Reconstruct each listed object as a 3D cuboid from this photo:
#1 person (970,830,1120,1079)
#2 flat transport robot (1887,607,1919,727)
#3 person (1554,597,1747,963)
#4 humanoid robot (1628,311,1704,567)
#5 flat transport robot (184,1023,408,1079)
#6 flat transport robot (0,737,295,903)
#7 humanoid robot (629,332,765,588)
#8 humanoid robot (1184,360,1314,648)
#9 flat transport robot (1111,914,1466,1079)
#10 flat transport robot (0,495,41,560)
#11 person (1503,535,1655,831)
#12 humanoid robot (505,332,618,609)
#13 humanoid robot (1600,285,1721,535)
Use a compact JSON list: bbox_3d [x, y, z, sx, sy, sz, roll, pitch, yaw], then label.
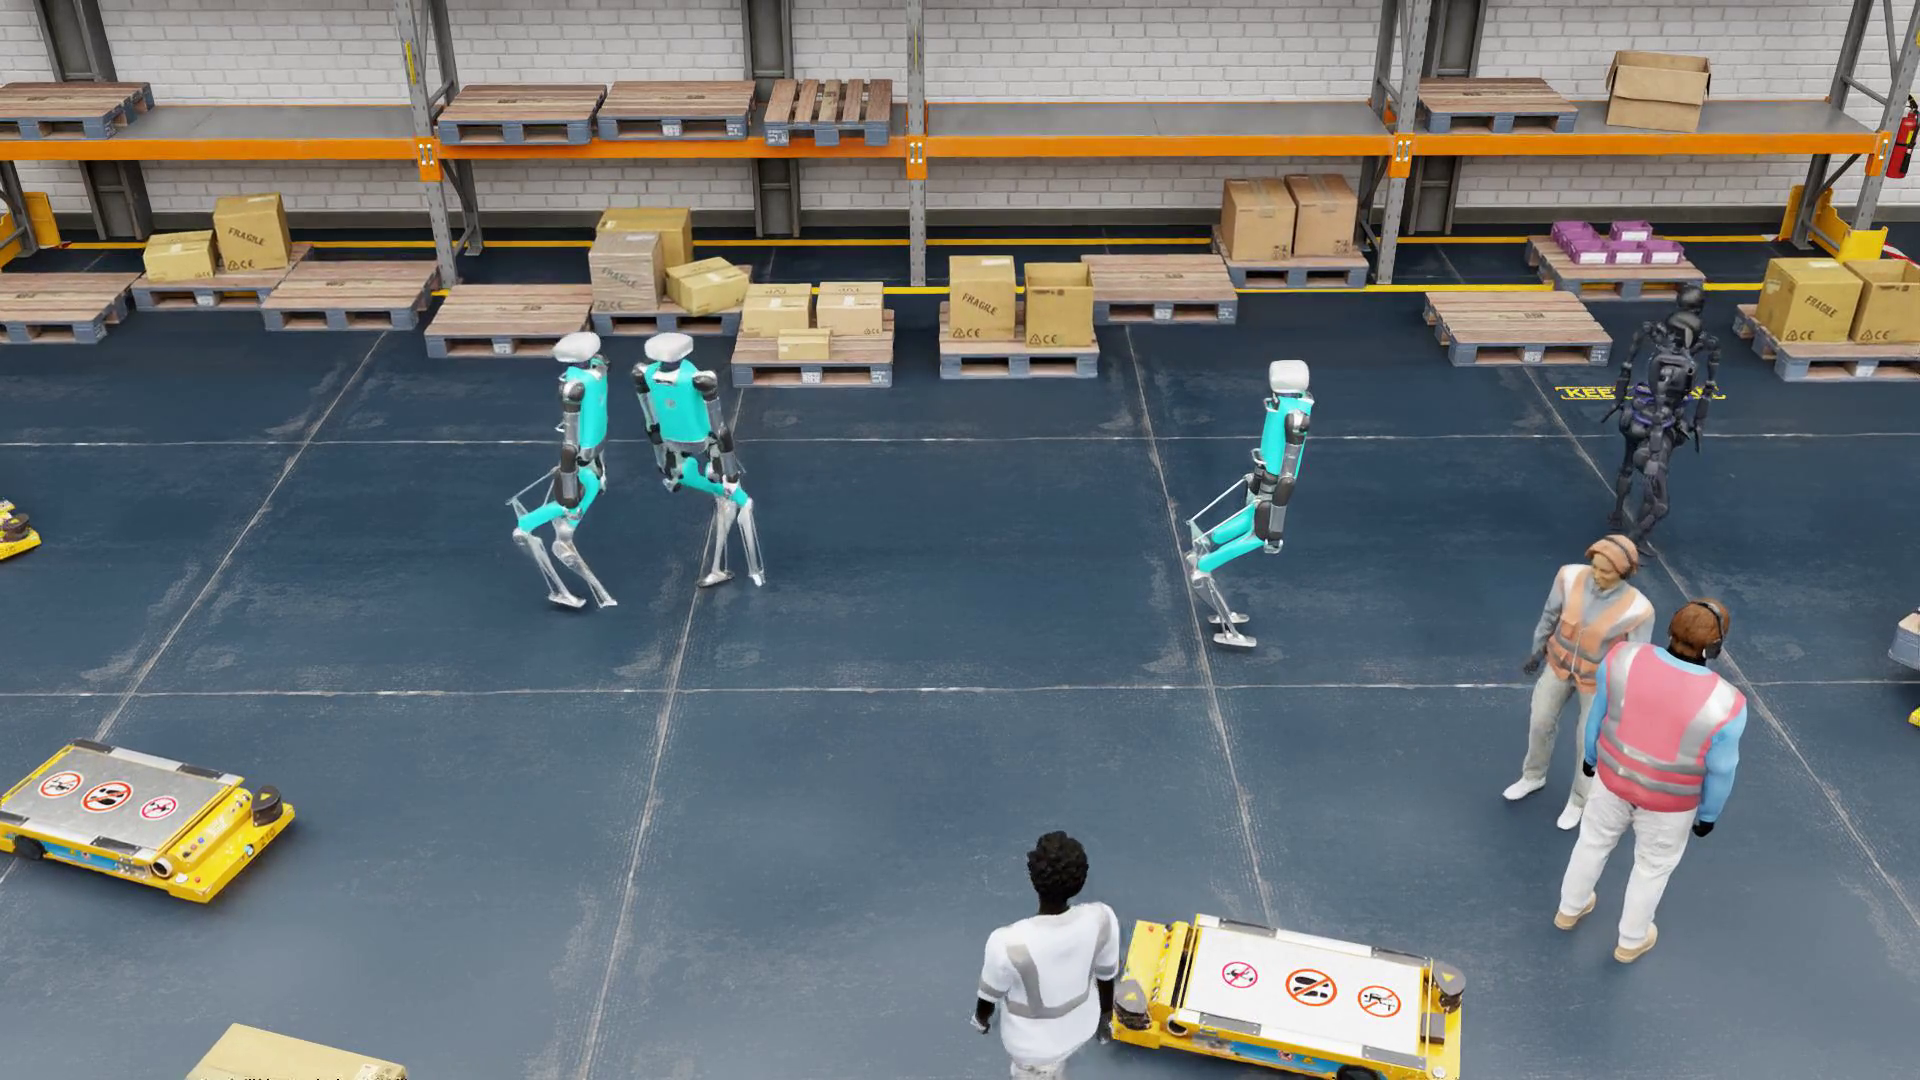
[{"bbox_3d":[0.356,1.799,6.068,0.521,1.657,0.790,-24,39,-34],"label":"person"},{"bbox_3d":[5.844,0.818,9.049,1.431,0.231,0.659,-22,38,-32],"label":"flat transport robot"},{"bbox_3d":[2.979,1.040,7.166,0.634,1.831,0.430,26,39,36],"label":"person"},{"bbox_3d":[4.254,-0.627,10.087,0.333,1.652,0.607,18,35,28],"label":"humanoid robot"},{"bbox_3d":[-2.368,2.779,5.785,1.431,0.231,0.659,9,32,14],"label":"flat transport robot"},{"bbox_3d":[-4.081,1.355,8.156,1.431,0.231,0.659,10,32,16],"label":"flat transport robot"},{"bbox_3d":[-1.462,-0.479,9.794,0.603,1.783,0.815,10,33,17],"label":"humanoid robot"},{"bbox_3d":[1.524,-0.196,9.215,0.719,1.691,0.532,0,31,-1],"label":"humanoid robot"},{"bbox_3d":[1.406,1.981,7.113,1.431,0.231,0.659,8,32,13],"label":"flat transport robot"},{"bbox_3d":[-6.563,-0.150,10.661,1.431,0.231,0.659,24,38,34],"label":"flat transport robot"},{"bbox_3d":[2.997,0.661,7.982,0.321,1.628,0.581,-23,38,-33],"label":"person"},{"bbox_3d":[-2.332,-0.342,9.590,0.764,1.814,0.561,5,31,9],"label":"humanoid robot"},{"bbox_3d":[4.337,-0.796,10.376,0.608,1.645,0.354,15,34,23],"label":"humanoid robot"}]
